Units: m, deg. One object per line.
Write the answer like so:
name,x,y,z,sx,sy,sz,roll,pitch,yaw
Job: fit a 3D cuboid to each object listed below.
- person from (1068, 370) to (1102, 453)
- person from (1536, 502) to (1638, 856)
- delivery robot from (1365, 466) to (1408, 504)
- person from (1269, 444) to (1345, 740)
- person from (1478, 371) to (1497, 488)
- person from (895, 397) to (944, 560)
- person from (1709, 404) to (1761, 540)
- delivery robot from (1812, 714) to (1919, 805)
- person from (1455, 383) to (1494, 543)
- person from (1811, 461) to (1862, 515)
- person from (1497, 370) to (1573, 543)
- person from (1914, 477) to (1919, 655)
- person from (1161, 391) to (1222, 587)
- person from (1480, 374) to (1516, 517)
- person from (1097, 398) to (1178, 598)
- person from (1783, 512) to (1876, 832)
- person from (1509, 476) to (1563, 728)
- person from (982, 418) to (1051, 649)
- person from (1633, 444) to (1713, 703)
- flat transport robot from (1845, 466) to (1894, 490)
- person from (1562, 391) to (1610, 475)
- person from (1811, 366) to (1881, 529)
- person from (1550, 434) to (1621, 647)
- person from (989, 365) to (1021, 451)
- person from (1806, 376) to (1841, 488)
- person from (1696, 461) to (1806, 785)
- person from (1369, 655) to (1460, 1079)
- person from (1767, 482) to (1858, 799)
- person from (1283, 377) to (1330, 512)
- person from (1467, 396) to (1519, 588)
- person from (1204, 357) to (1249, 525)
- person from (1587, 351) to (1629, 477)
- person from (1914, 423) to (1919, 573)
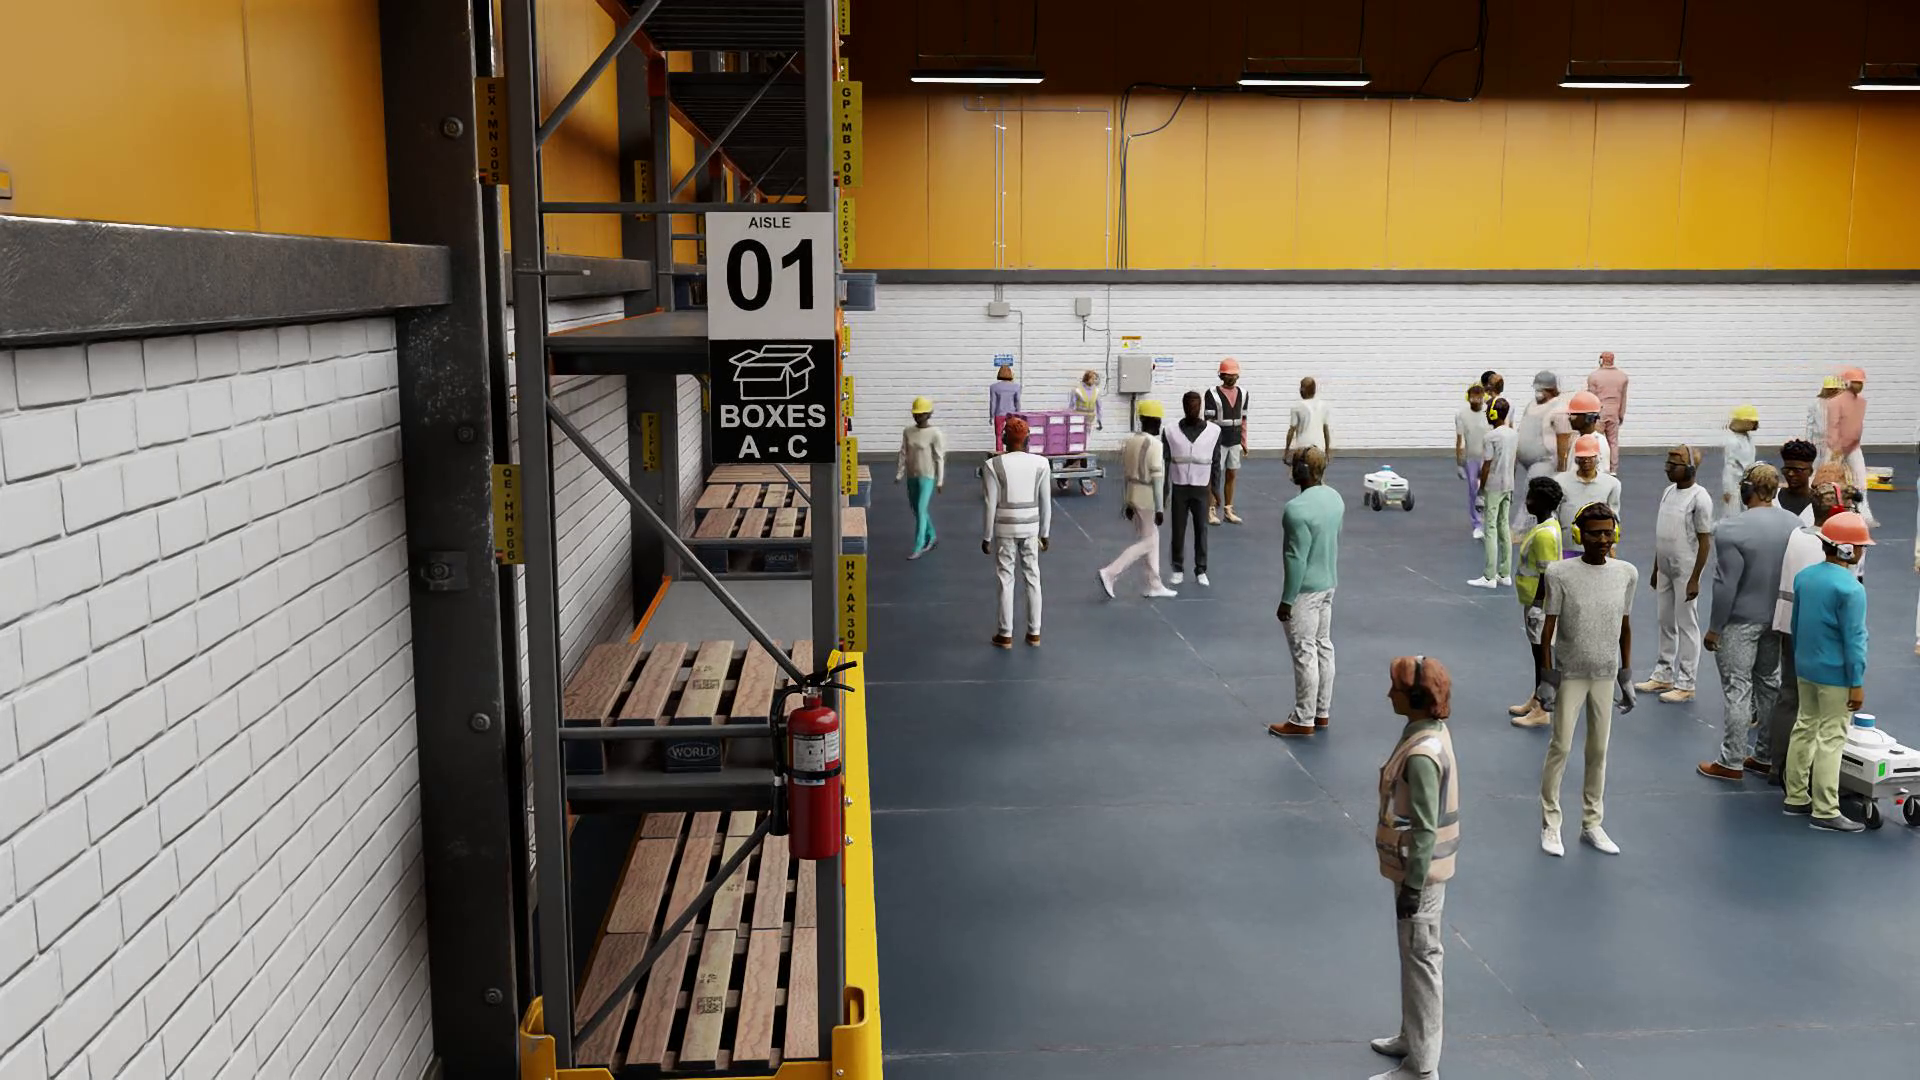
person,1.894,-1.778,25.265,0.541,1.593,0.863,-5,10,-30
person,3.284,0.725,8.703,0.528,1.871,0.323,-1,9,-4
delivery robot,5.534,-0.721,21.598,0.477,0.478,0.707,-1,9,-8
person,2.274,0.338,10.915,0.373,1.940,0.629,7,11,37
person,7.457,-1.561,23.620,0.318,1.690,0.530,7,12,38
person,-0.407,-0.686,17.963,0.529,1.739,0.752,7,11,38
person,7.996,-0.556,17.195,0.494,1.720,0.688,-7,11,-36
delivery robot,5.084,1.226,9.378,0.477,0.478,0.707,-2,9,-11
person,5.897,-0.866,18.871,0.585,1.806,0.946,3,10,21
person,6.566,0.212,12.662,0.509,1.632,0.269,7,11,36
person,6.626,-0.985,18.904,1.053,2.000,0.683,-2,9,-11
person,7.842,0.045,13.091,0.430,1.836,0.626,-5,10,-27
person,2.250,-0.486,16.236,0.617,1.904,0.645,1,9,6
person,6.478,-1.094,20.198,0.506,1.847,0.343,-3,10,-20
person,1.658,-0.373,15.477,0.790,1.905,0.605,-3,10,-19
person,4.794,0.712,9.141,0.330,1.750,0.572,-1,9,-5
person,3.898,0.414,11.197,0.318,1.697,0.535,3,9,17
person,0.458,-0.056,13.556,0.583,1.882,0.337,-3,9,-17
person,5.112,0.235,11.855,0.345,1.846,0.506,-2,9,-12
flat transport robot,13.089,-0.913,23.988,0.652,0.197,1.431,5,10,29
person,5.337,-0.255,14.312,0.386,2.041,0.615,0,9,2
person,10.715,-1.143,20.215,0.644,1.948,1.029,-4,10,-22
person,5.054,0.014,13.519,0.562,1.753,0.327,4,10,21
person,0.703,-1.926,26.081,0.507,1.632,0.273,-2,9,-12
person,11.149,-1.237,21.422,0.483,1.742,0.301,2,9,13
person,4.724,0.493,9.940,0.633,1.939,0.368,-3,10,-20
person,1.702,1.235,6.217,0.307,1.639,0.525,3,9,16
person,4.969,0.577,9.703,0.373,1.843,0.571,-2,9,-11
person,4.254,-1.087,20.330,0.527,1.798,1.010,-3,10,-19
person,5.214,-0.462,16.187,0.511,1.863,0.327,-7,11,-36
person,3.254,-1.199,20.236,0.609,2.044,0.396,-4,10,-22
person,9.692,-1.893,25.033,0.652,1.904,0.403,-1,9,-8
person,10.060,-0.656,16.833,0.695,2.000,0.535,-2,9,-12
